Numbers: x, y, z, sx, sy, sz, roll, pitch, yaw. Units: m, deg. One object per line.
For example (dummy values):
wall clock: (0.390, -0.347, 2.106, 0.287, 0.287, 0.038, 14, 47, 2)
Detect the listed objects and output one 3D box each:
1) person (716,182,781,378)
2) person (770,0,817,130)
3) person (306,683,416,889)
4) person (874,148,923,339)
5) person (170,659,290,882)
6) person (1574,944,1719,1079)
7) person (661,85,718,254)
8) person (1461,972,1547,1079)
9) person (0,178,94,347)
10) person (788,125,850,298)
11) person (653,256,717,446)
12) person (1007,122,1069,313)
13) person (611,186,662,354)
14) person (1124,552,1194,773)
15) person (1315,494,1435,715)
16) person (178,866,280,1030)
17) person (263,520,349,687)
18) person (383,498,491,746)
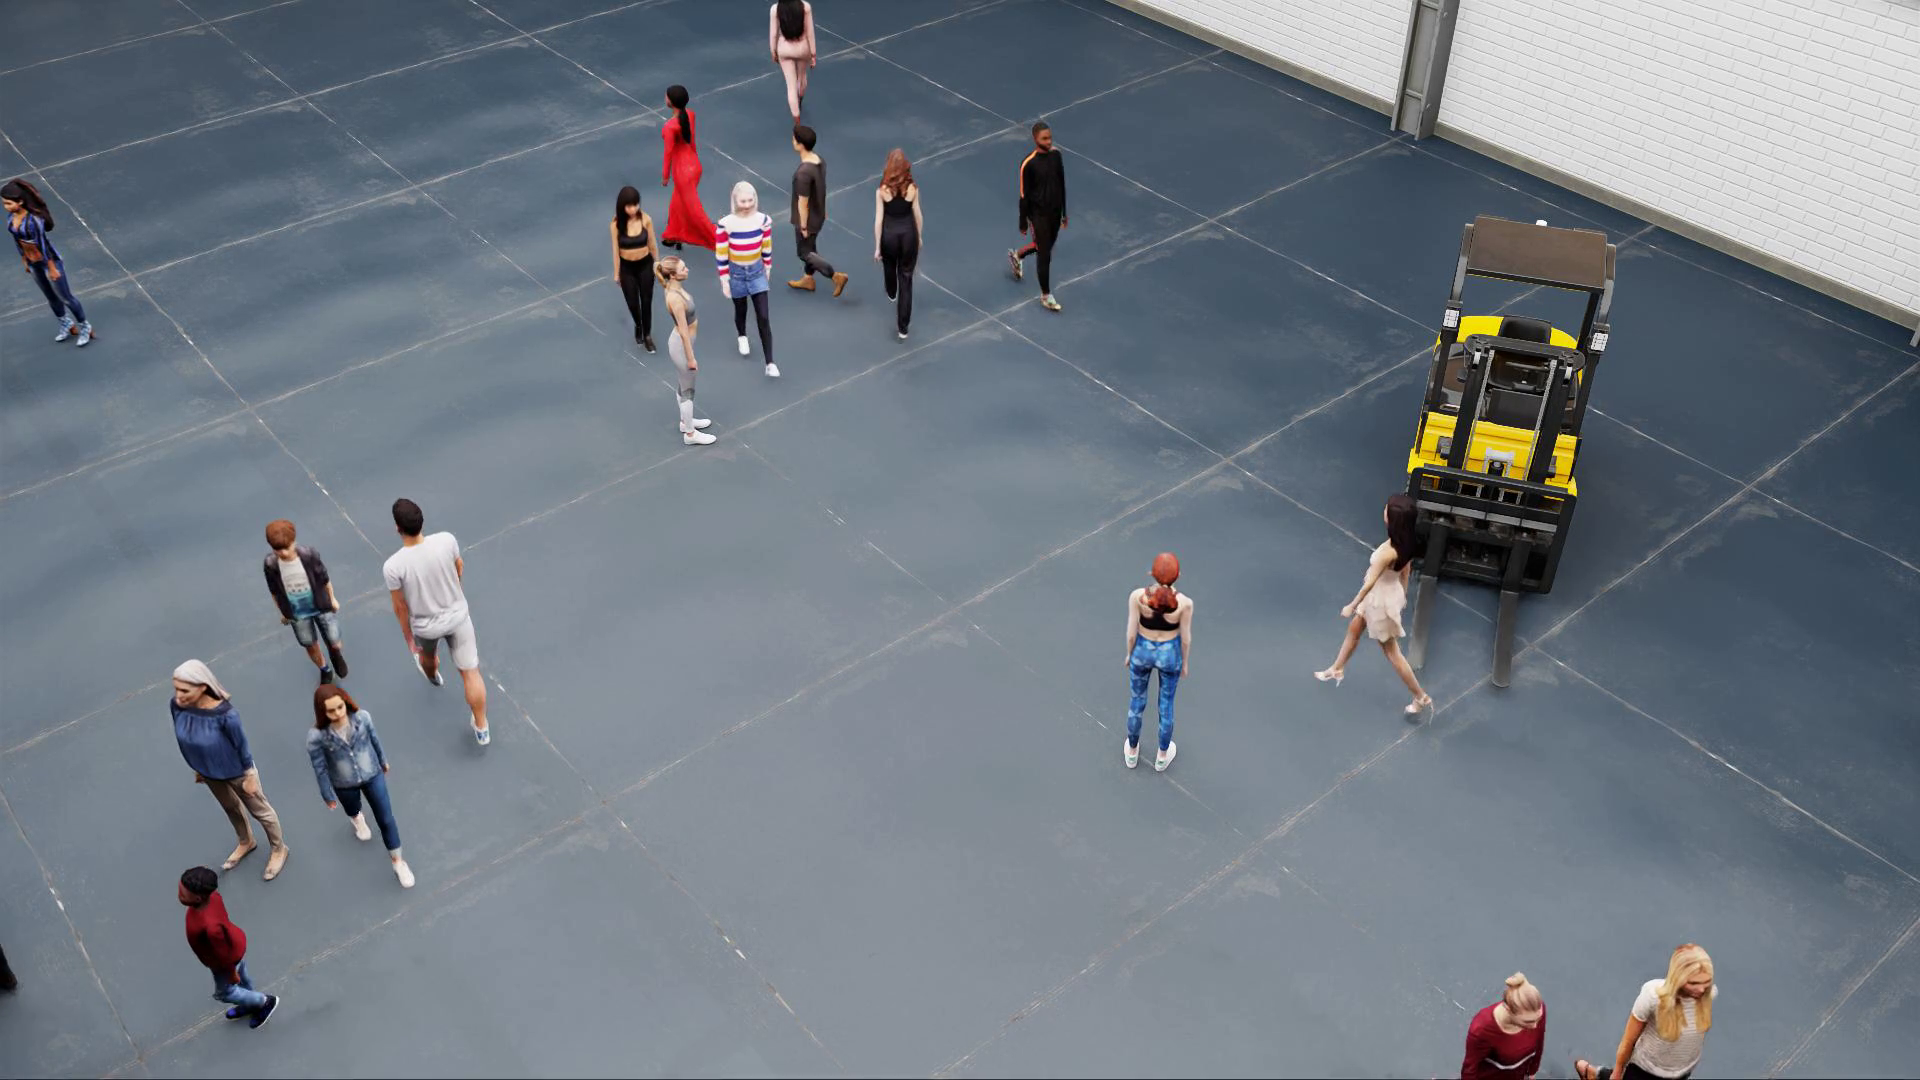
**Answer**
person: (-1.896, -2.326, 14.554, 0.959, 1.754, 1.224, -11, 40, -13)
person: (-1.830, -5.297, 18.344, 1.009, 1.667, 1.246, -7, 39, -8)
person: (-3.713, 1.405, 10.128, 0.627, 1.448, 1.005, -25, 45, -28)
person: (-0.538, -2.632, 14.987, 1.010, 1.692, 1.210, -5, 39, -6)
person: (-4.400, 1.360, 9.993, 0.674, 1.696, 0.769, 11, 40, 14)
person: (3.440, 2.575, 8.374, 0.861, 1.808, 1.062, -10, 40, -12)
person: (-2.571, -3.490, 16.020, 1.199, 1.754, 0.996, 12, 40, 14)
person: (2.643, 2.650, 8.372, 0.765, 1.694, 0.826, -19, 42, -22)
person: (-8.174, -2.473, 14.846, 0.635, 1.621, 0.755, 15, 41, 18)
person: (-1.343, -3.028, 15.474, 1.024, 1.702, 0.882, 13, 41, 16)
person: (-2.274, -1.568, 13.646, 0.706, 1.704, 0.612, -9, 40, -11)
person: (0.717, -3.055, 15.442, 0.619, 1.785, 1.065, -27, 46, -30)
person: (-2.896, -2.447, 14.803, 0.668, 1.632, 0.707, -13, 40, -15)
person: (1.254, 0.781, 10.649, 0.678, 1.782, 0.746, 8, 39, 10)
person: (2.903, 0.496, 11.073, 1.140, 1.688, 0.808, 21, 43, 24)
person: (-4.025, 2.255, 9.225, 0.629, 1.246, 0.536, -16, 41, -19)
person: (-4.460, 0.411, 11.380, 0.633, 1.437, 0.665, -11, 40, -14)
person: (-3.366, 0.577, 10.890, 0.770, 1.790, 1.254, -22, 44, -25)
